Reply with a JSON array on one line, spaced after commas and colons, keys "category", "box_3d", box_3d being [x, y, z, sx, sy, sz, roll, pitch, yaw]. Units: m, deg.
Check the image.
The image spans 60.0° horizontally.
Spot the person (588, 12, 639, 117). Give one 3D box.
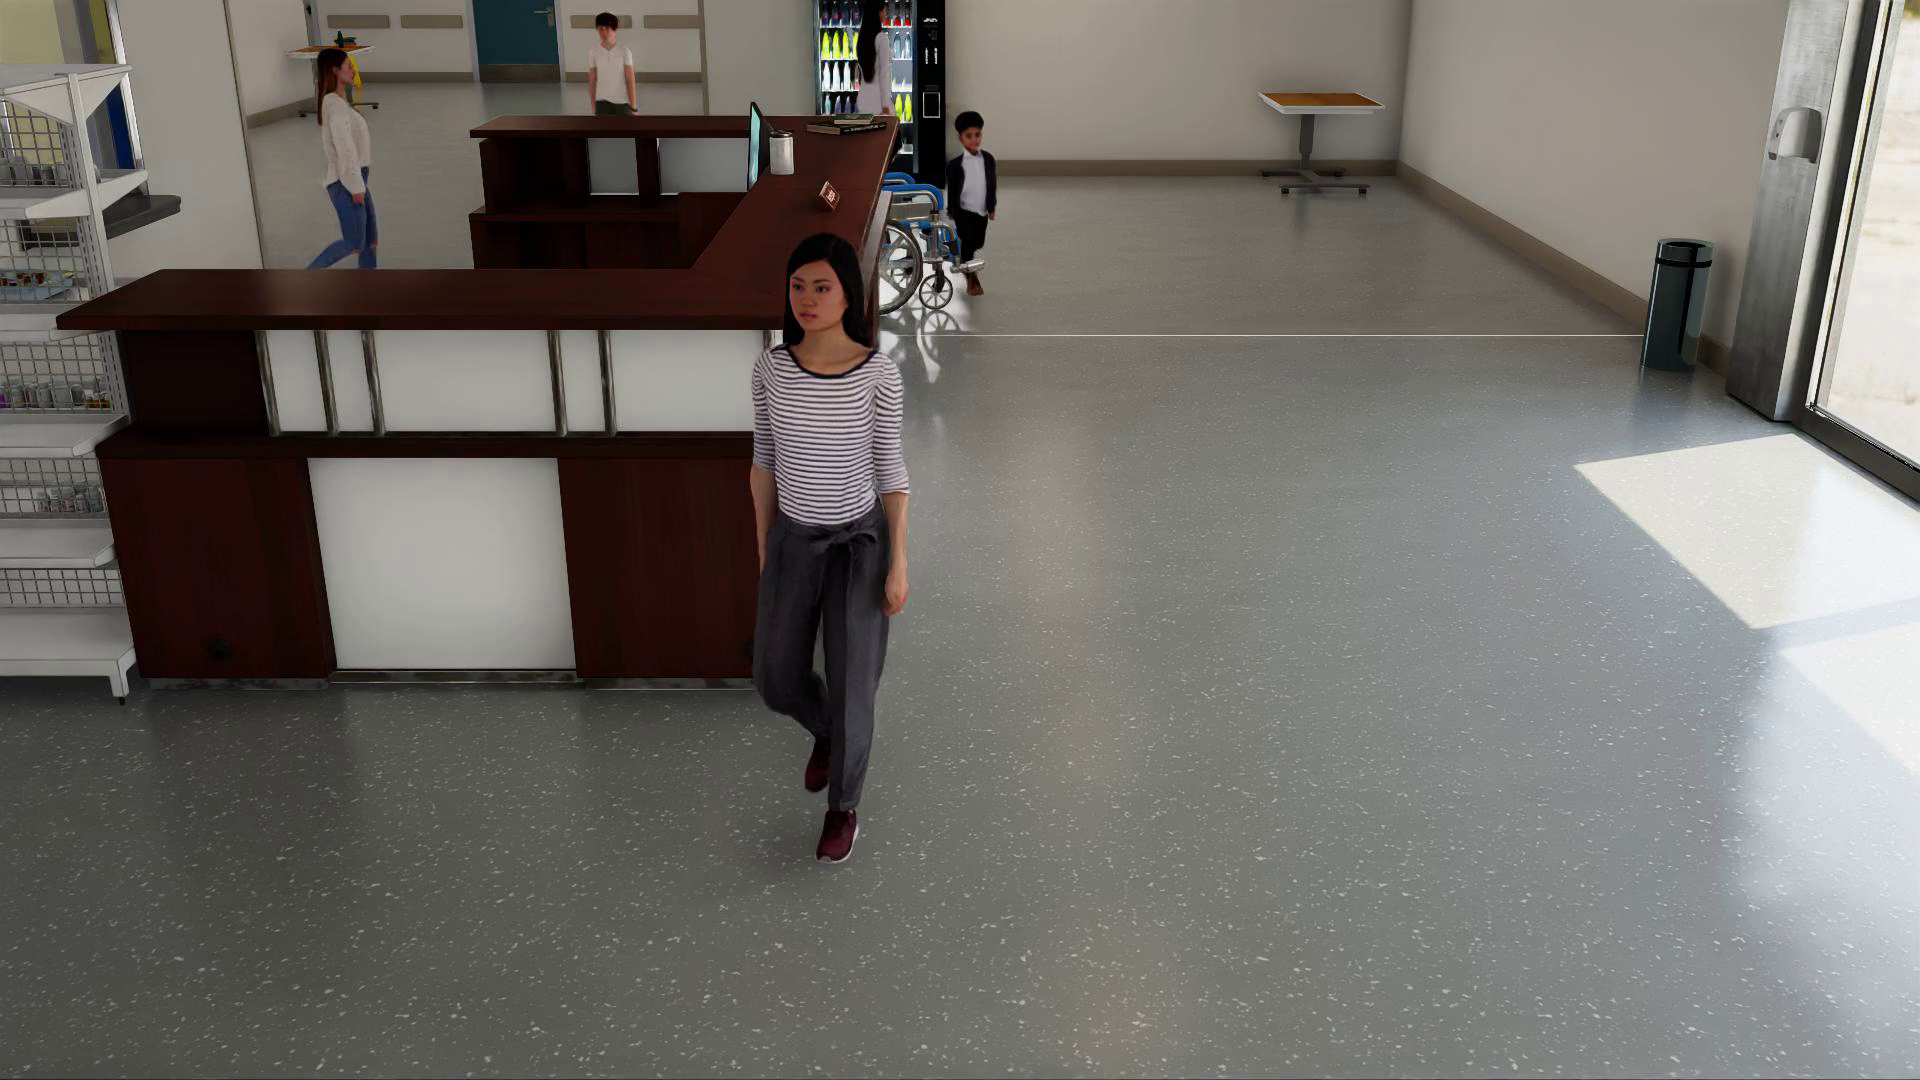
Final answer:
[{"category": "person", "box_3d": [-3.089, -3.876, 14.936, 0.841, 1.637, 0.629, 1, 21, 2]}]

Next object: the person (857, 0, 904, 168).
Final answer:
[{"category": "person", "box_3d": [-0.808, -3.763, 14.410, 0.787, 1.800, 0.744, -15, 25, -34]}]

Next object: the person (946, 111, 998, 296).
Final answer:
[{"category": "person", "box_3d": [0.055, -2.288, 11.302, 0.854, 1.203, 0.760, -8, 22, -21]}]

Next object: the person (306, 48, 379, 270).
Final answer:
[{"category": "person", "box_3d": [-3.926, -2.218, 10.504, 0.987, 1.676, 0.775, -6, 22, -15]}]

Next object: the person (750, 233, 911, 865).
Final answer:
[{"category": "person", "box_3d": [-0.325, 0.019, 4.529, 0.712, 1.725, 0.732, 4, 21, 10]}]
